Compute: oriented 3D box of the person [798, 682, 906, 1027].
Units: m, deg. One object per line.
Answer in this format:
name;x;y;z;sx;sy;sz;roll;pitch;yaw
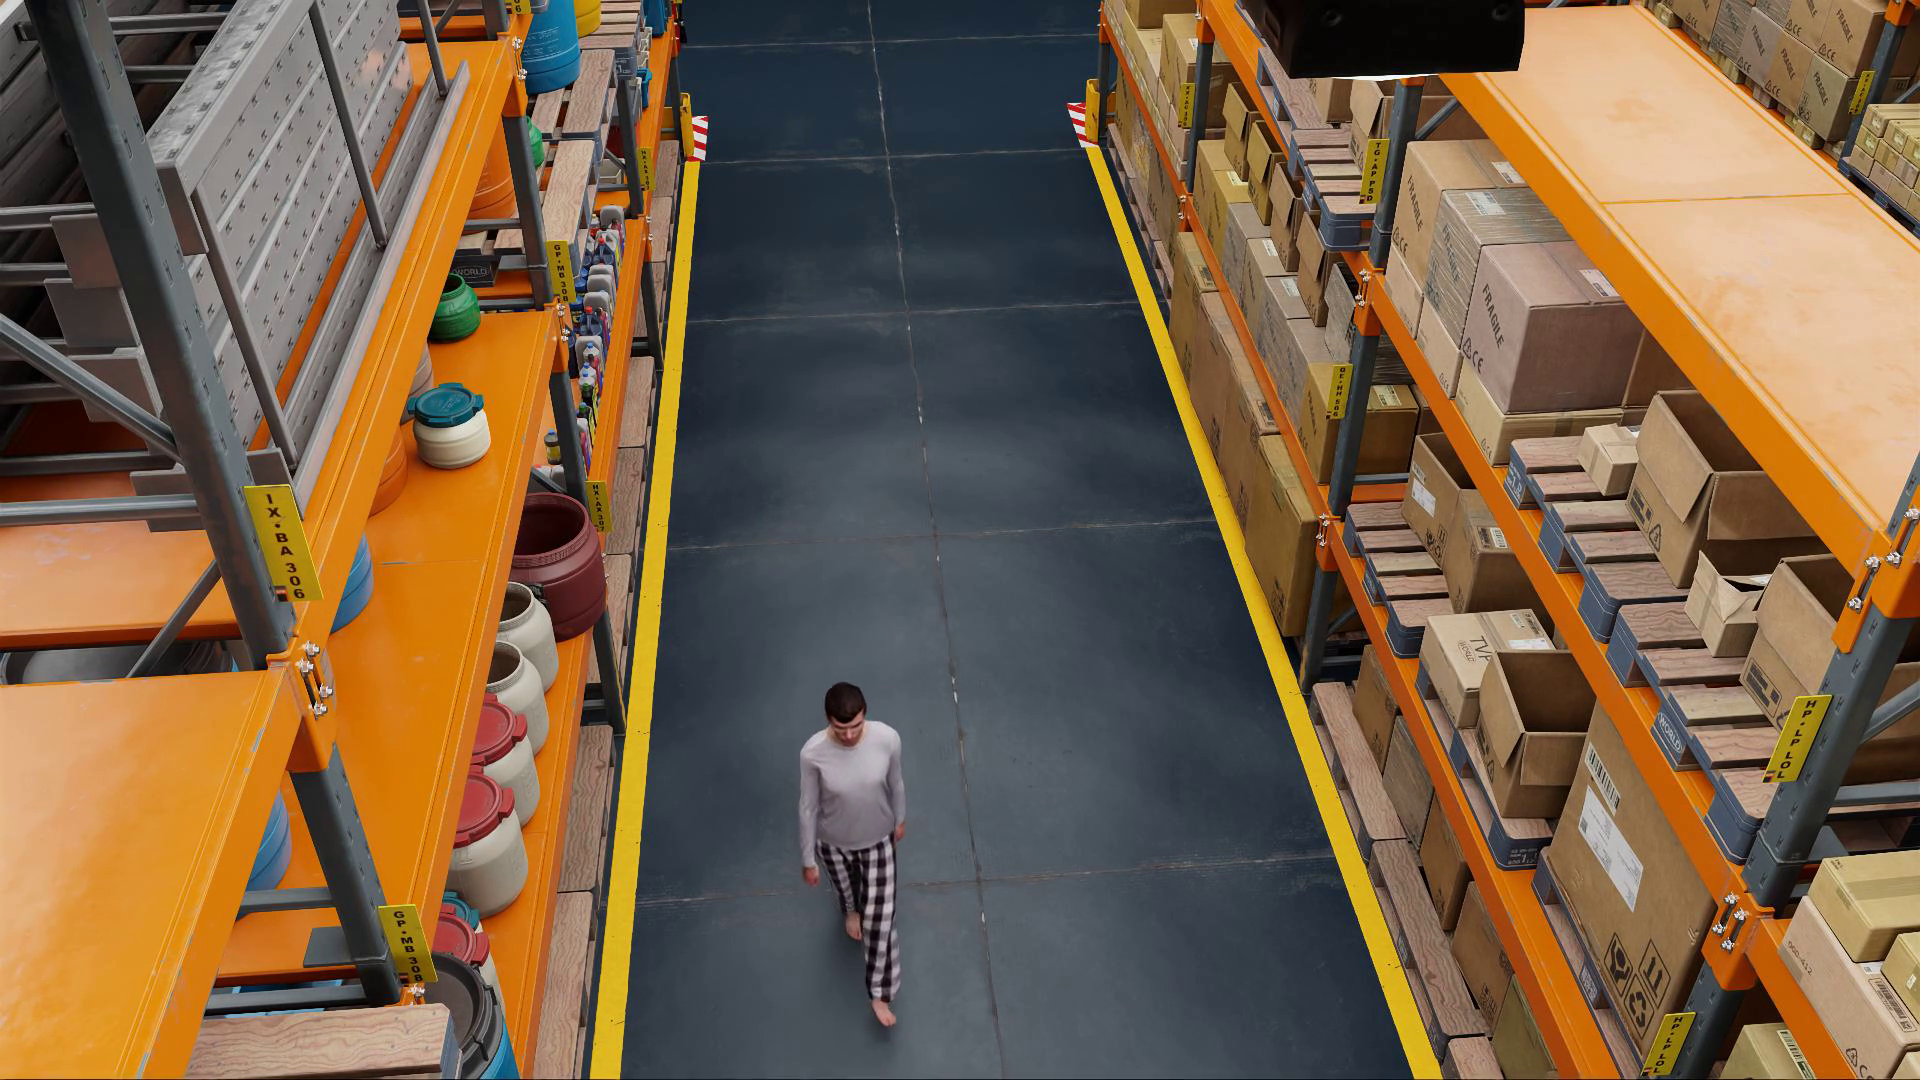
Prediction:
person;-0.508;1.317;7.793;0.702;1.804;1.146;-5;38;-7
